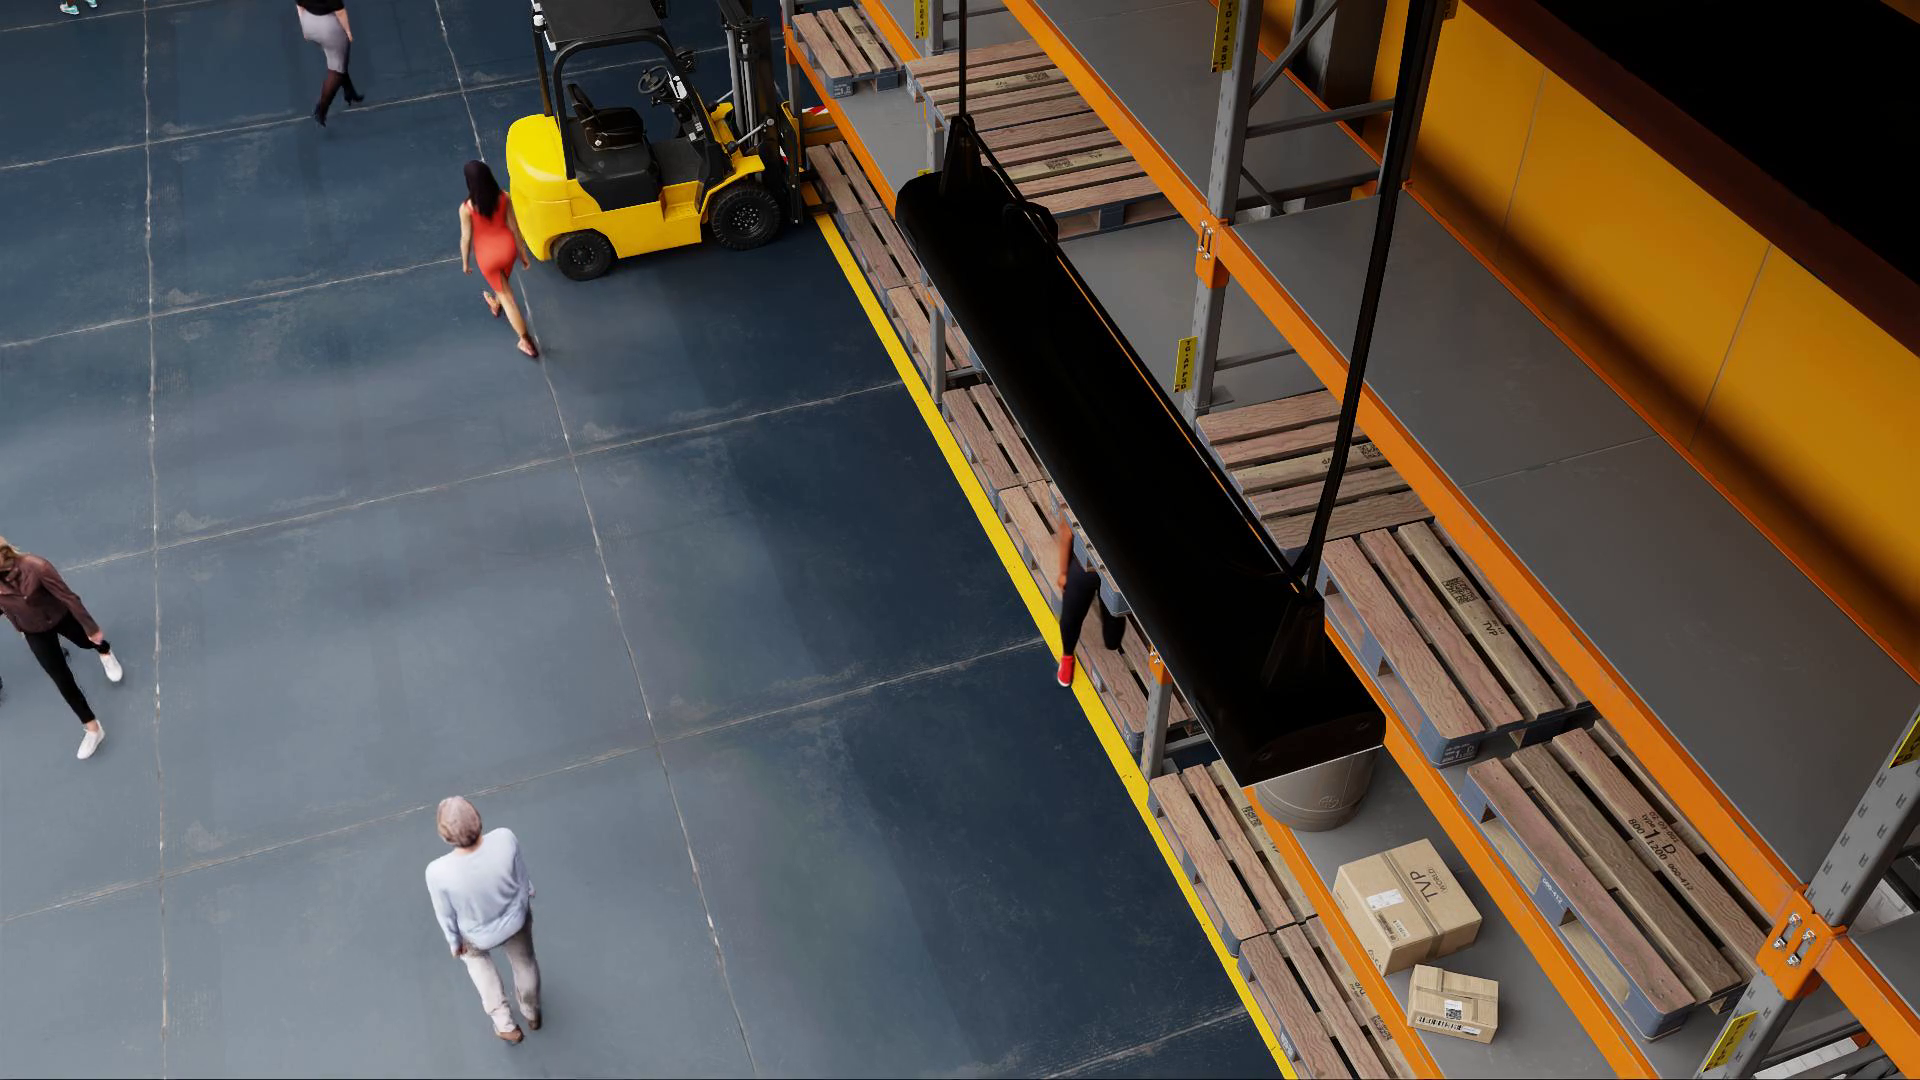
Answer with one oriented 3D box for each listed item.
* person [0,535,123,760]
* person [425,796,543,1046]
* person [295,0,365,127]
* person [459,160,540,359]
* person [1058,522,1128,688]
[{"bbox_3d":[-5.605,0.479,10.317,0.860,1.652,1.186,-9,44,-9],"label":"person"},{"bbox_3d":[-2.356,2.016,8.538,0.716,1.880,0.749,-22,48,-21],"label":"person"},{"bbox_3d":[-6.047,-4.751,15.748,1.101,1.732,1.178,17,46,17],"label":"person"},{"bbox_3d":[-3.593,-2.161,13.076,0.892,1.669,1.186,-31,52,-28],"label":"person"},{"bbox_3d":[0.872,0.208,10.484,0.756,1.815,0.753,2,44,2],"label":"person"}]
